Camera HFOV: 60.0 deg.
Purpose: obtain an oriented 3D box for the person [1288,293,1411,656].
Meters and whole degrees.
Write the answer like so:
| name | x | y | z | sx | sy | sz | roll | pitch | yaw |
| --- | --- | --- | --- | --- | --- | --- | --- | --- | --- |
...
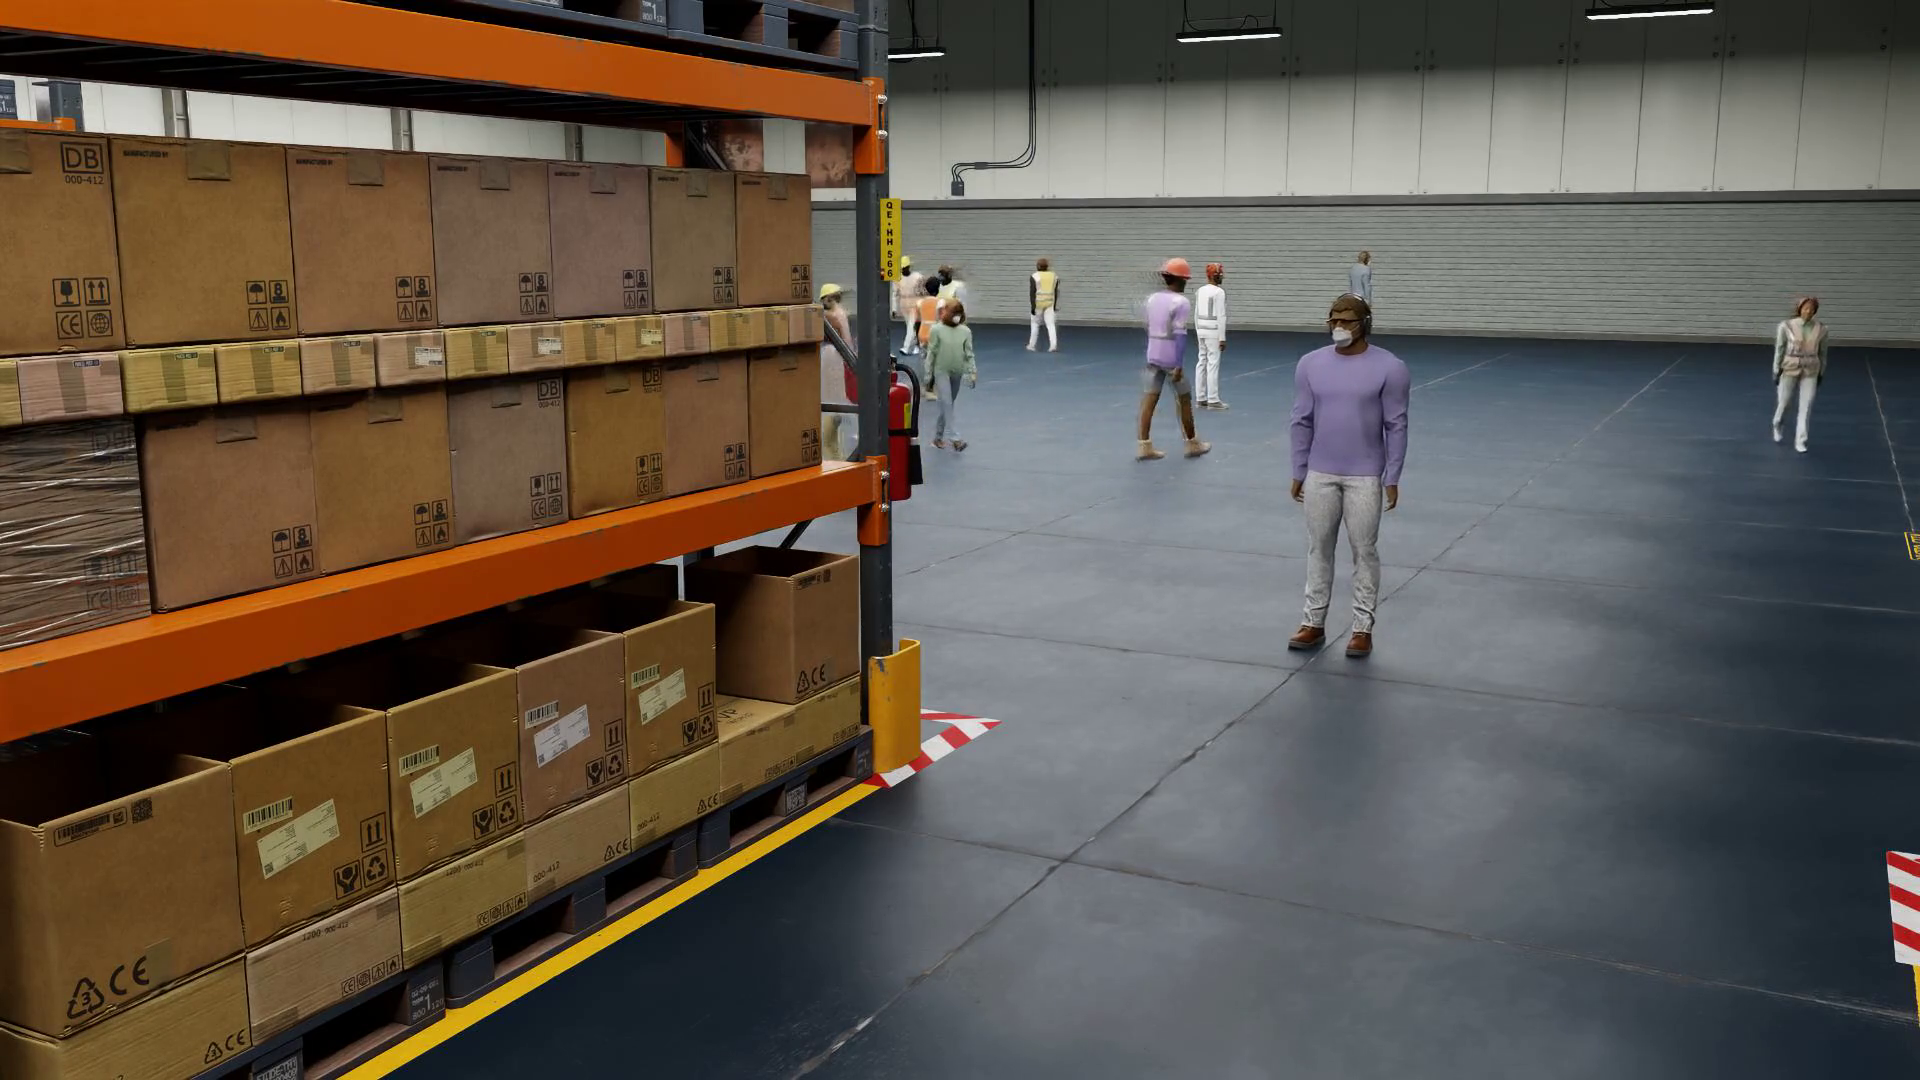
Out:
| name | x | y | z | sx | sy | sz | roll | pitch | yaw |
| --- | --- | --- | --- | --- | --- | --- | --- | --- | --- |
| person | 2.070 | -0.346 | 8.912 | 0.629 | 1.939 | 0.371 | 7 | 12 | 32 |

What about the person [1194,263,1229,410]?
| name | x | y | z | sx | sy | sz | roll | pitch | yaw |
| --- | --- | --- | --- | --- | --- | --- | --- | --- | --- |
| person | 3.248 | -2.626 | 21.496 | 0.362 | 1.883 | 0.575 | -5 | 11 | -24 |

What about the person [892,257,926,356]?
| name | x | y | z | sx | sy | sz | roll | pitch | yaw |
| --- | --- | --- | --- | --- | --- | --- | --- | --- | --- |
| person | -0.959 | -4.379 | 31.193 | 0.594 | 1.837 | 1.072 | 3 | 11 | 17 |

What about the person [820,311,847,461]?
| name | x | y | z | sx | sy | sz | roll | pitch | yaw |
| --- | --- | --- | --- | --- | --- | --- | --- | --- | --- |
| person | -1.103 | -1.077 | 13.763 | 0.399 | 1.616 | 0.532 | -2 | 11 | -11 |

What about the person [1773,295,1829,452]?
| name | x | y | z | sx | sy | sz | roll | pitch | yaw |
| --- | --- | --- | --- | --- | --- | --- | --- | --- | --- |
| person | 8.788 | -1.753 | 17.431 | 0.524 | 1.621 | 0.613 | 3 | 11 | 14 |

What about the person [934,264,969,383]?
| name | x | y | z | sx | sy | sz | roll | pitch | yaw |
| --- | --- | --- | --- | --- | --- | --- | --- | --- | --- |
| person | -0.127 | -3.322 | 25.518 | 0.637 | 1.815 | 0.870 | 9 | 13 | 39 |

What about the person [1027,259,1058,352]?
| name | x | y | z | sx | sy | sz | roll | pitch | yaw |
| --- | --- | --- | --- | --- | --- | --- | --- | --- | --- |
| person | 1.623 | -4.535 | 32.175 | 0.643 | 1.793 | 0.970 | -5 | 11 | -23 |

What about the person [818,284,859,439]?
| name | x | y | z | sx | sy | sz | roll | pitch | yaw |
| --- | --- | --- | --- | --- | --- | --- | --- | --- | --- |
| person | -1.336 | -1.962 | 18.360 | 0.775 | 1.701 | 0.567 | -1 | 10 | -3 |

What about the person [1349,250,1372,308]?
| name | x | y | z | sx | sy | sz | roll | pitch | yaw |
| --- | --- | --- | --- | --- | --- | --- | --- | --- | --- |
| person | 7.884 | -4.709 | 32.699 | 0.371 | 1.941 | 0.627 | -4 | 11 | -20 |

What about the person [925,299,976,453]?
| name | x | y | z | sx | sy | sz | roll | pitch | yaw |
| --- | --- | --- | --- | --- | --- | --- | --- | --- | --- |
| person | -0.086 | -1.698 | 17.237 | 0.513 | 1.575 | 0.889 | -6 | 12 | -29 |

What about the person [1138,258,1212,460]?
| name | x | y | z | sx | sy | sz | roll | pitch | yaw |
| --- | --- | --- | --- | --- | --- | --- | --- | --- | --- |
| person | 2.160 | -1.811 | 16.726 | 0.943 | 1.998 | 0.621 | -8 | 13 | -37 |

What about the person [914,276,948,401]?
| name | x | y | z | sx | sy | sz | roll | pitch | yaw |
| --- | --- | --- | --- | --- | --- | --- | --- | --- | --- |
| person | -0.327 | -2.737 | 22.635 | 0.534 | 1.673 | 0.686 | 6 | 12 | 32 |
